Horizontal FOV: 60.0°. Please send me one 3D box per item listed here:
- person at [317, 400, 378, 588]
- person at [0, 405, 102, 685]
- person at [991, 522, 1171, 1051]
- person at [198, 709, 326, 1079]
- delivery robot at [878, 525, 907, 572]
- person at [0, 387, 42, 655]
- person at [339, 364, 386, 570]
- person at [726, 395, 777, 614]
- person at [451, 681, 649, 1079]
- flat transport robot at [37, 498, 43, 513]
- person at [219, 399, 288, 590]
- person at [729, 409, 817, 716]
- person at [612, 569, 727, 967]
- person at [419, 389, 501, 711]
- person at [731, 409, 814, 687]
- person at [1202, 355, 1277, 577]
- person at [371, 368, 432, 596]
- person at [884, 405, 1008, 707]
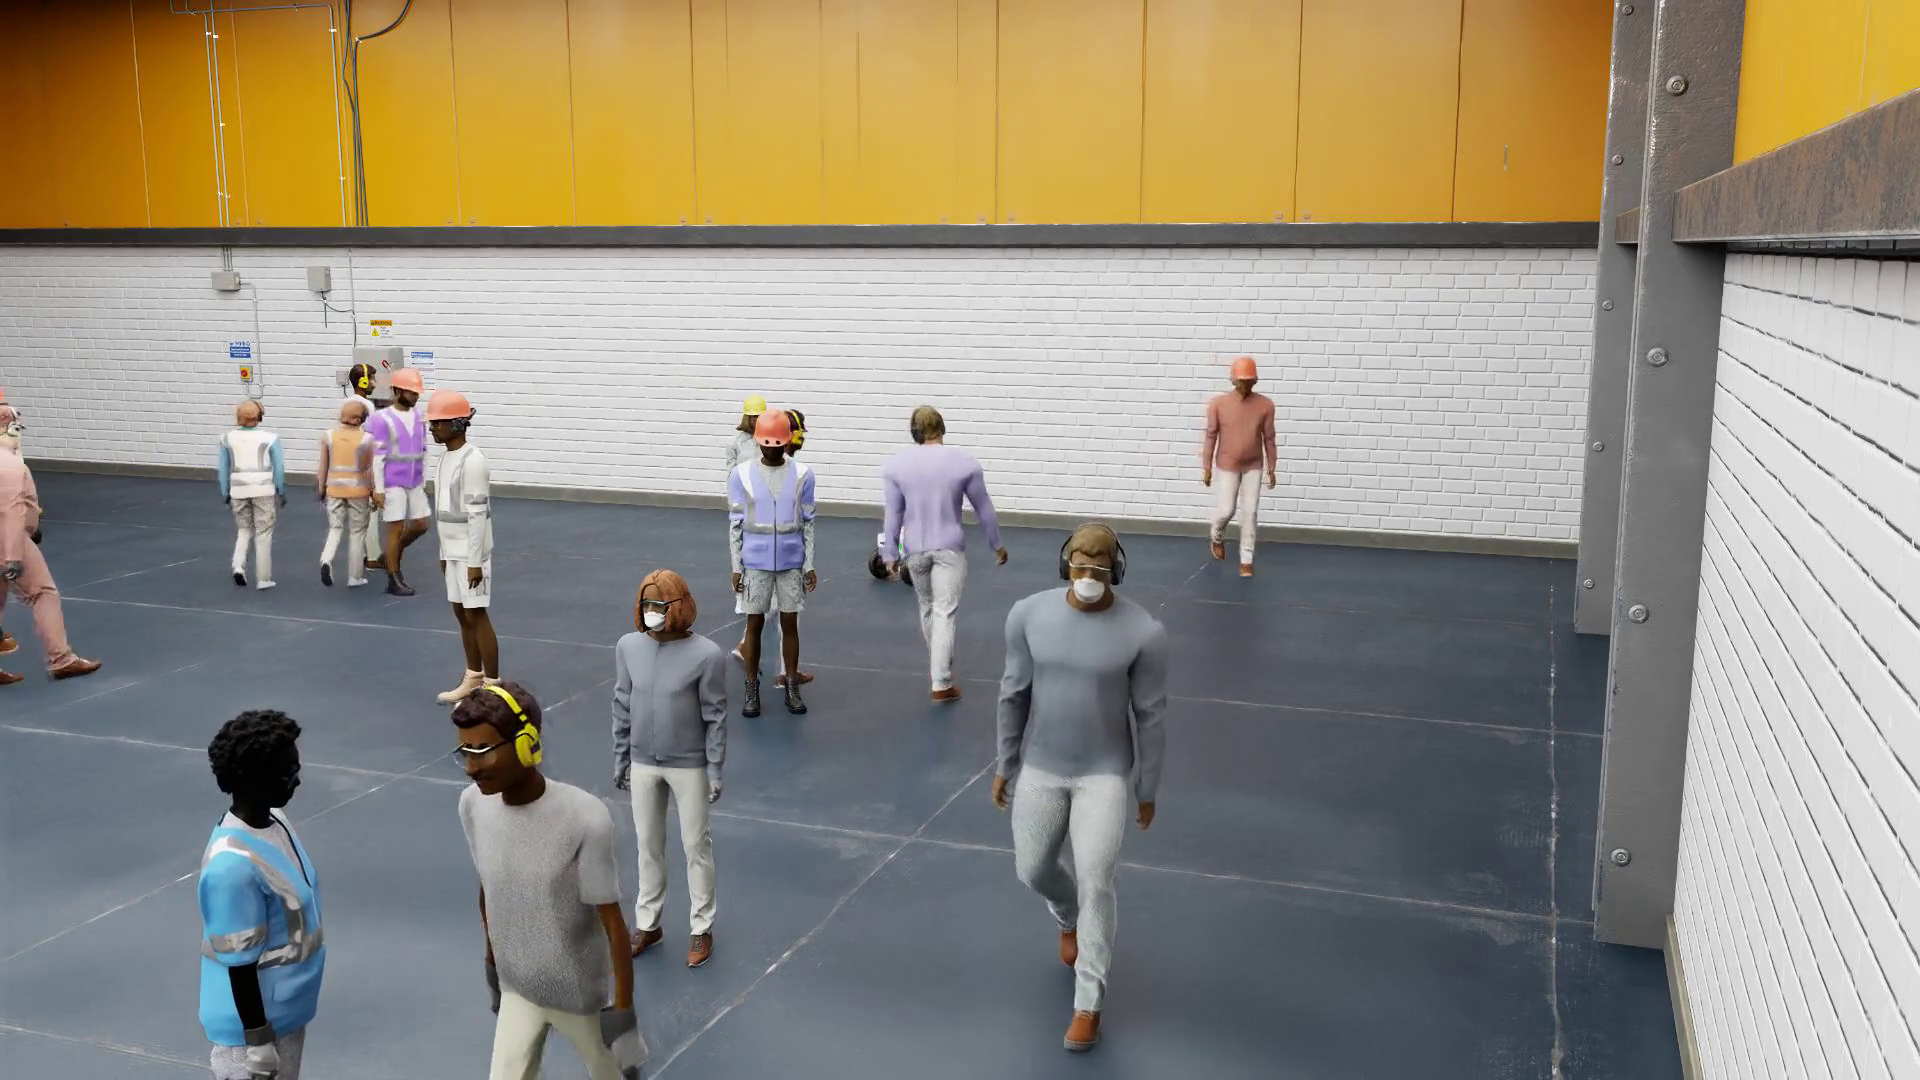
[{"bbox_3d":[-5.195,-0.372,14.088,0.555,1.618,0.524,1,10,3],"label":"person"},{"bbox_3d":[-6.264,0.035,11.120,0.643,1.868,0.831,6,12,32],"label":"person"},{"bbox_3d":[0.462,0.866,6.275,0.659,1.920,0.769,4,11,20],"label":"person"},{"bbox_3d":[-1.890,1.288,4.539,0.319,1.695,0.533,-3,10,-14],"label":"person"},{"bbox_3d":[-0.374,0.025,14.601,0.707,0.478,0.477,-9,14,-42],"label":"delivery robot"},{"bbox_3d":[-6.888,-0.155,11.872,0.654,1.973,0.568,3,11,17],"label":"person"},{"bbox_3d":[-5.367,-0.655,15.025,0.520,1.860,0.327,8,13,37],"label":"person"},{"bbox_3d":[-1.615,-0.284,13.258,0.487,1.744,0.297,-4,11,-19],"label":"person"},{"bbox_3d":[-1.099,1.244,4.527,0.617,1.796,1.017,4,11,21],"label":"person"},{"bbox_3d":[-10.617,-0.327,17.641,1.431,0.197,0.652,1,10,5],"label":"flat transport robot"},{"bbox_3d":[-5.995,-0.377,14.113,0.520,1.633,0.359,0,10,0],"label":"person"},{"bbox_3d":[-1.155,0.141,10.343,0.543,1.928,0.374,-2,10,-13],"label":"person"},{"bbox_3d":[-1.185,0.922,6.772,0.498,1.633,0.282,3,10,15],"label":"person"},{"bbox_3d":[-3.146,0.071,10.456,0.393,2.038,0.606,-7,12,-36],"label":"person"},{"bbox_3d":[-1.209,0.068,10.959,0.478,1.858,0.515,-9,14,-42],"label":"person"},{"bbox_3d":[2.481,-0.676,14.828,0.648,1.966,0.636,-1,10,-3],"label":"person"},{"bbox_3d":[-4.712,-0.493,13.961,0.572,1.913,0.579,6,12,32],"label":"person"},{"bbox_3d":[-0.086,0.068,10.847,0.750,1.882,0.979,2,10,14],"label":"person"}]
